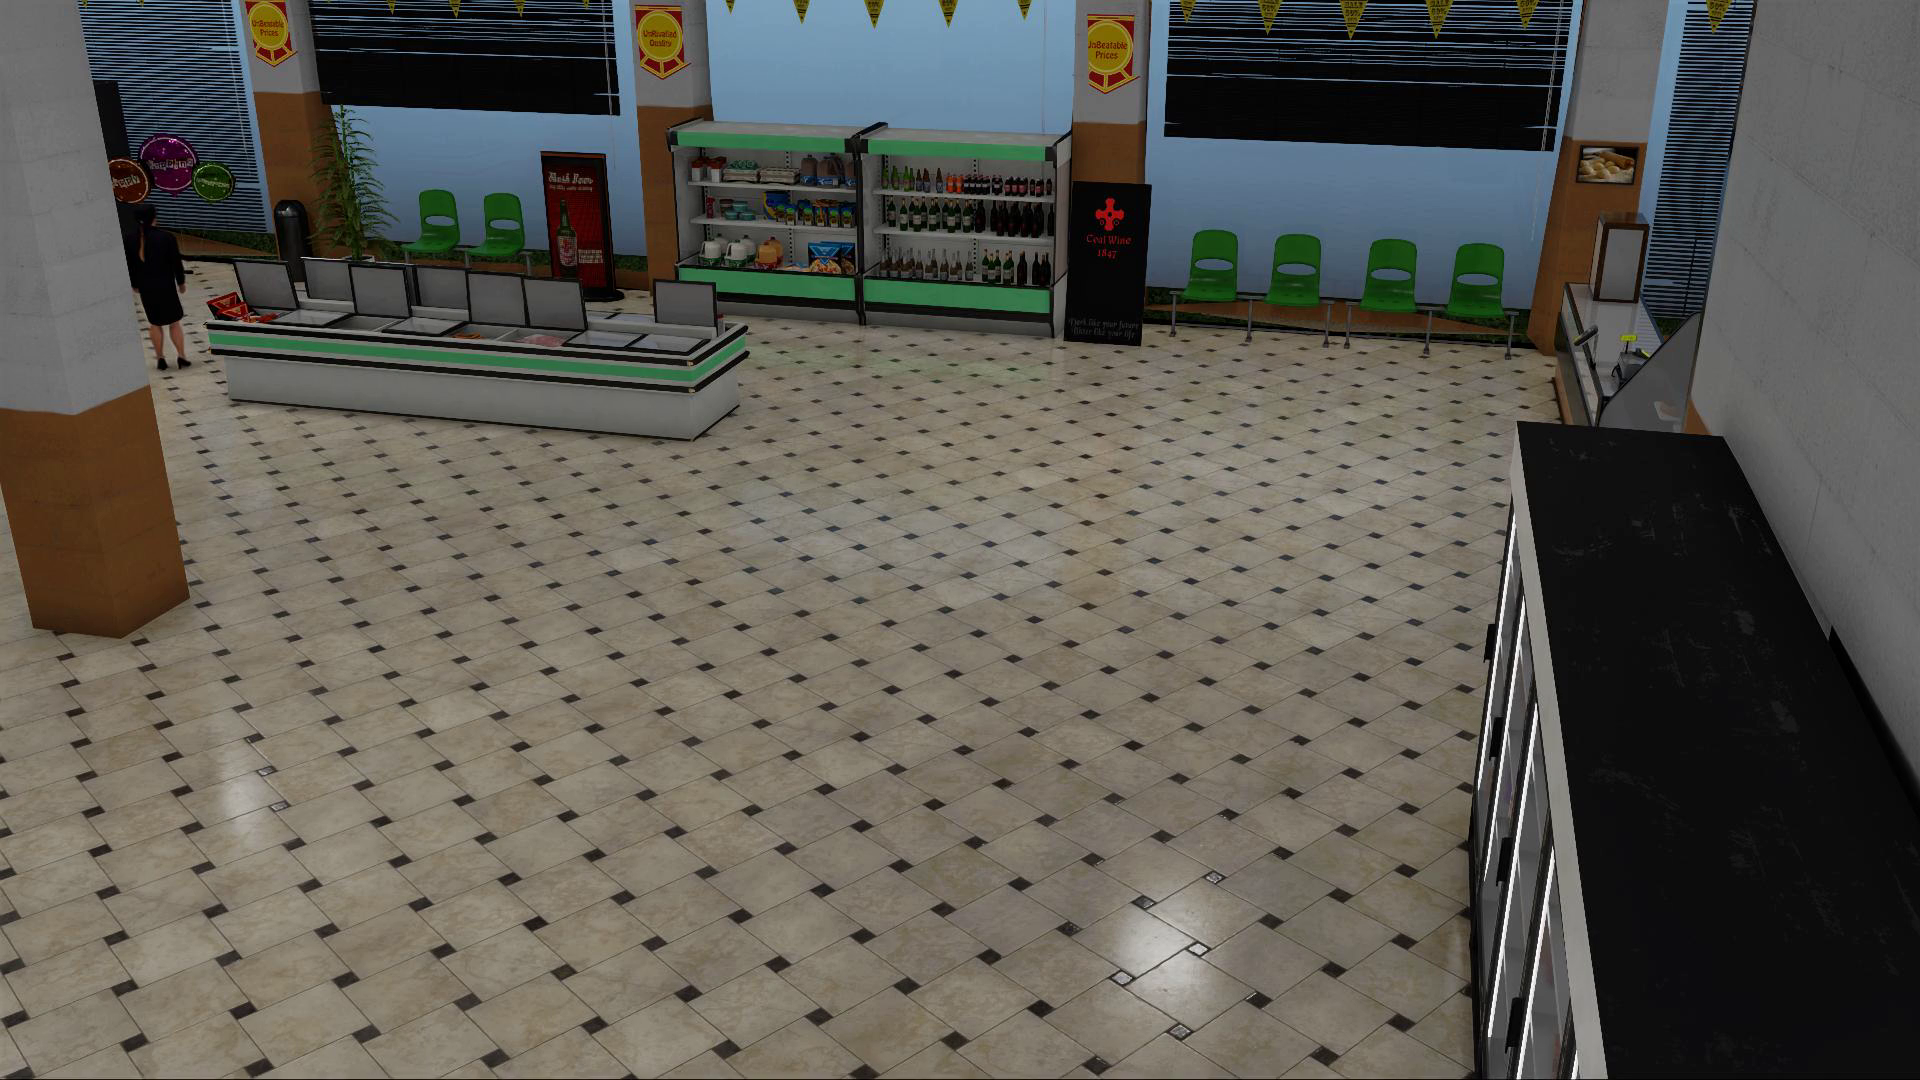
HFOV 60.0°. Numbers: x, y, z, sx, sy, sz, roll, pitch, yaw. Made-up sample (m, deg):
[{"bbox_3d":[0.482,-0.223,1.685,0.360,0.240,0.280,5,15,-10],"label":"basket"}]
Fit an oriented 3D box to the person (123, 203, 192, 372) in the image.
[{"bbox_3d":[-8.071,-2.535,16.727,0.738,1.671,0.855,-5,22,-12],"label":"person"}]
